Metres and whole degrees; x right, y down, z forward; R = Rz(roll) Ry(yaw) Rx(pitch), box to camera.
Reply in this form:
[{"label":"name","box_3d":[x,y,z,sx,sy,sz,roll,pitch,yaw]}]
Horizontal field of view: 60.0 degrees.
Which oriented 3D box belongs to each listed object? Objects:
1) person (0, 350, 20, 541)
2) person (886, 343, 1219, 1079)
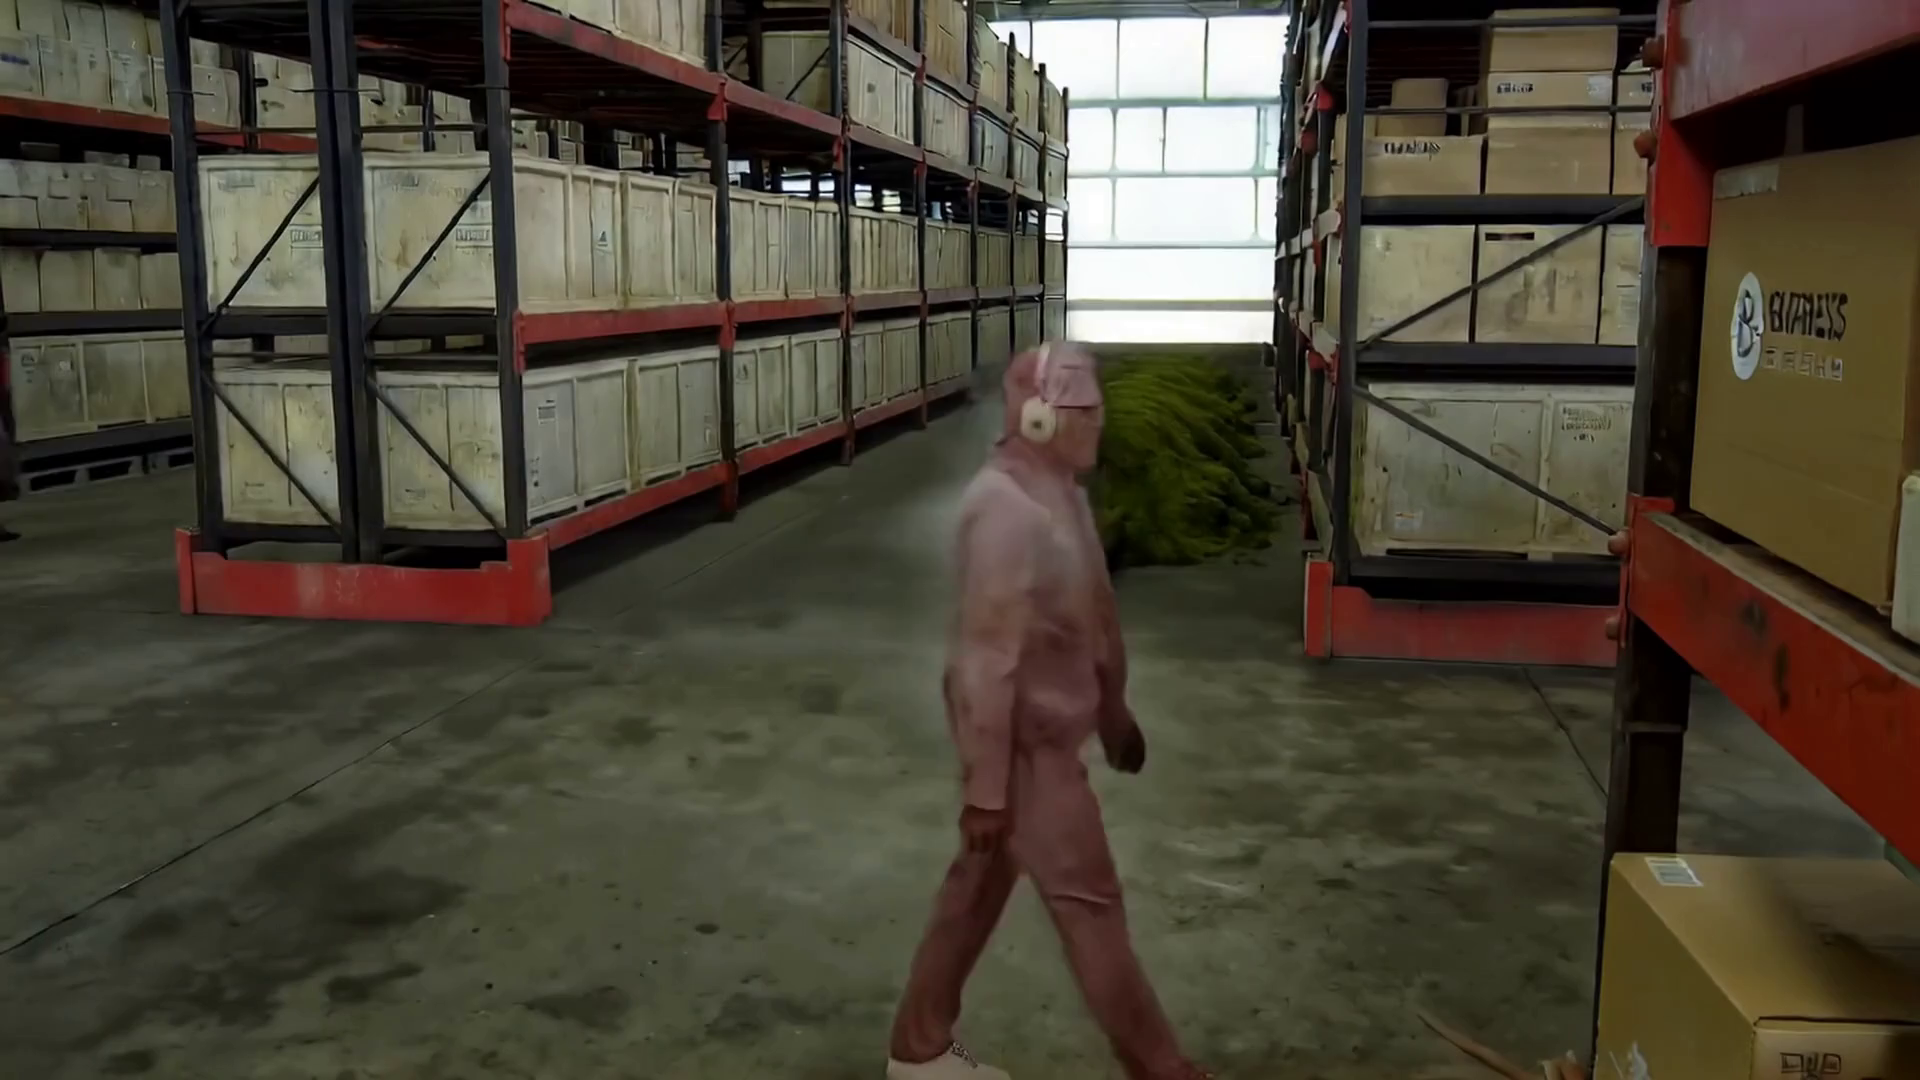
[{"label":"person","box_3d":[-7.242,-0.863,12.137,0.653,1.887,0.738,3,10,19]},{"label":"person","box_3d":[0.249,0.474,3.906,0.982,1.855,0.662,2,9,11]}]
